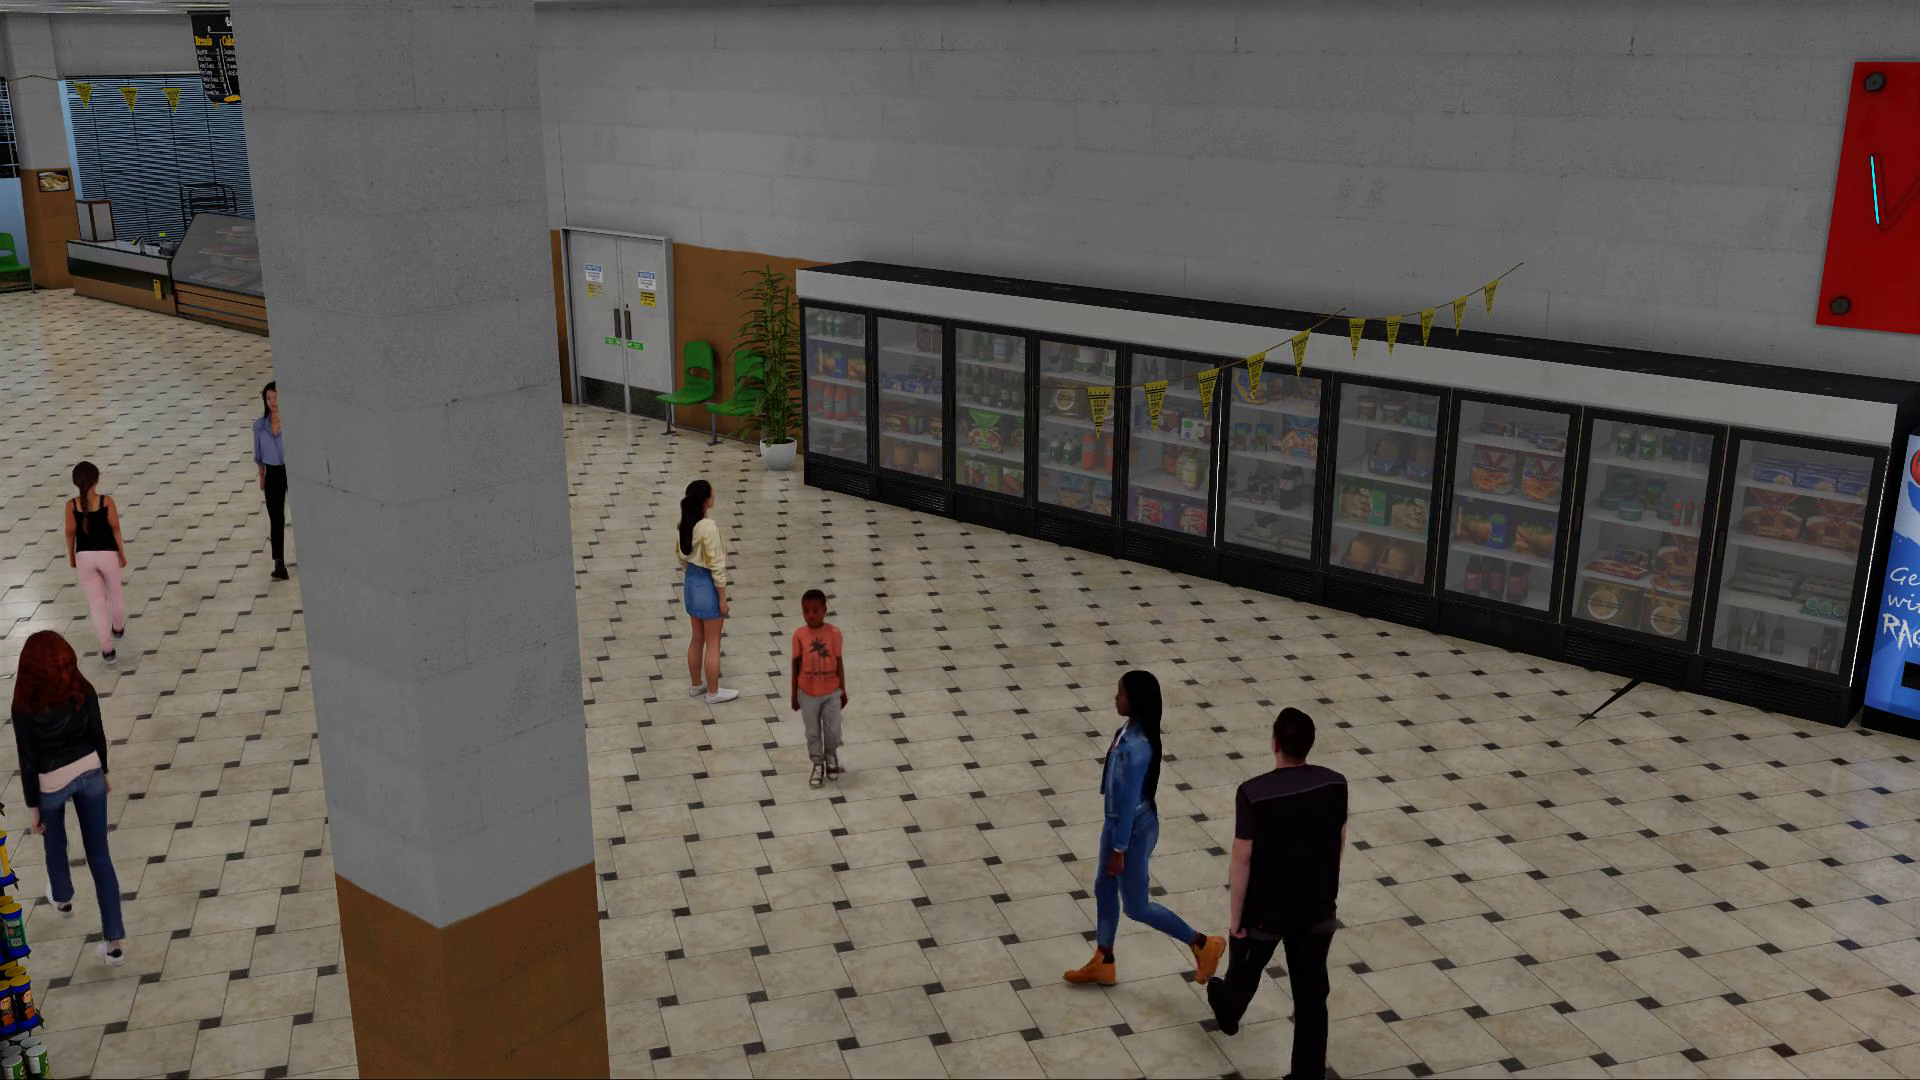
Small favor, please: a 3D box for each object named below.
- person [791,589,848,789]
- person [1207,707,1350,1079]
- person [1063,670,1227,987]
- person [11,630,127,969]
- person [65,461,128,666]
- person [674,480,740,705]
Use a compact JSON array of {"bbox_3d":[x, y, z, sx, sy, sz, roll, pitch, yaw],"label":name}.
[{"bbox_3d":[-0.886,0.920,10.590,0.608,1.302,0.662,0,17,1],"label":"person"},{"bbox_3d":[1.471,1.665,7.272,1.190,1.805,1.238,-2,17,-7],"label":"person"},{"bbox_3d":[0.917,1.462,8.129,1.046,1.695,1.046,1,17,3],"label":"person"},{"bbox_3d":[-4.482,1.349,8.448,1.204,1.726,0.752,-15,23,-41],"label":"person"},{"bbox_3d":[-6.525,0.198,12.593,1.009,1.521,0.854,-9,19,-27],"label":"person"},{"bbox_3d":[-1.830,0.359,11.871,0.597,1.631,0.673,-14,22,-39],"label":"person"}]
